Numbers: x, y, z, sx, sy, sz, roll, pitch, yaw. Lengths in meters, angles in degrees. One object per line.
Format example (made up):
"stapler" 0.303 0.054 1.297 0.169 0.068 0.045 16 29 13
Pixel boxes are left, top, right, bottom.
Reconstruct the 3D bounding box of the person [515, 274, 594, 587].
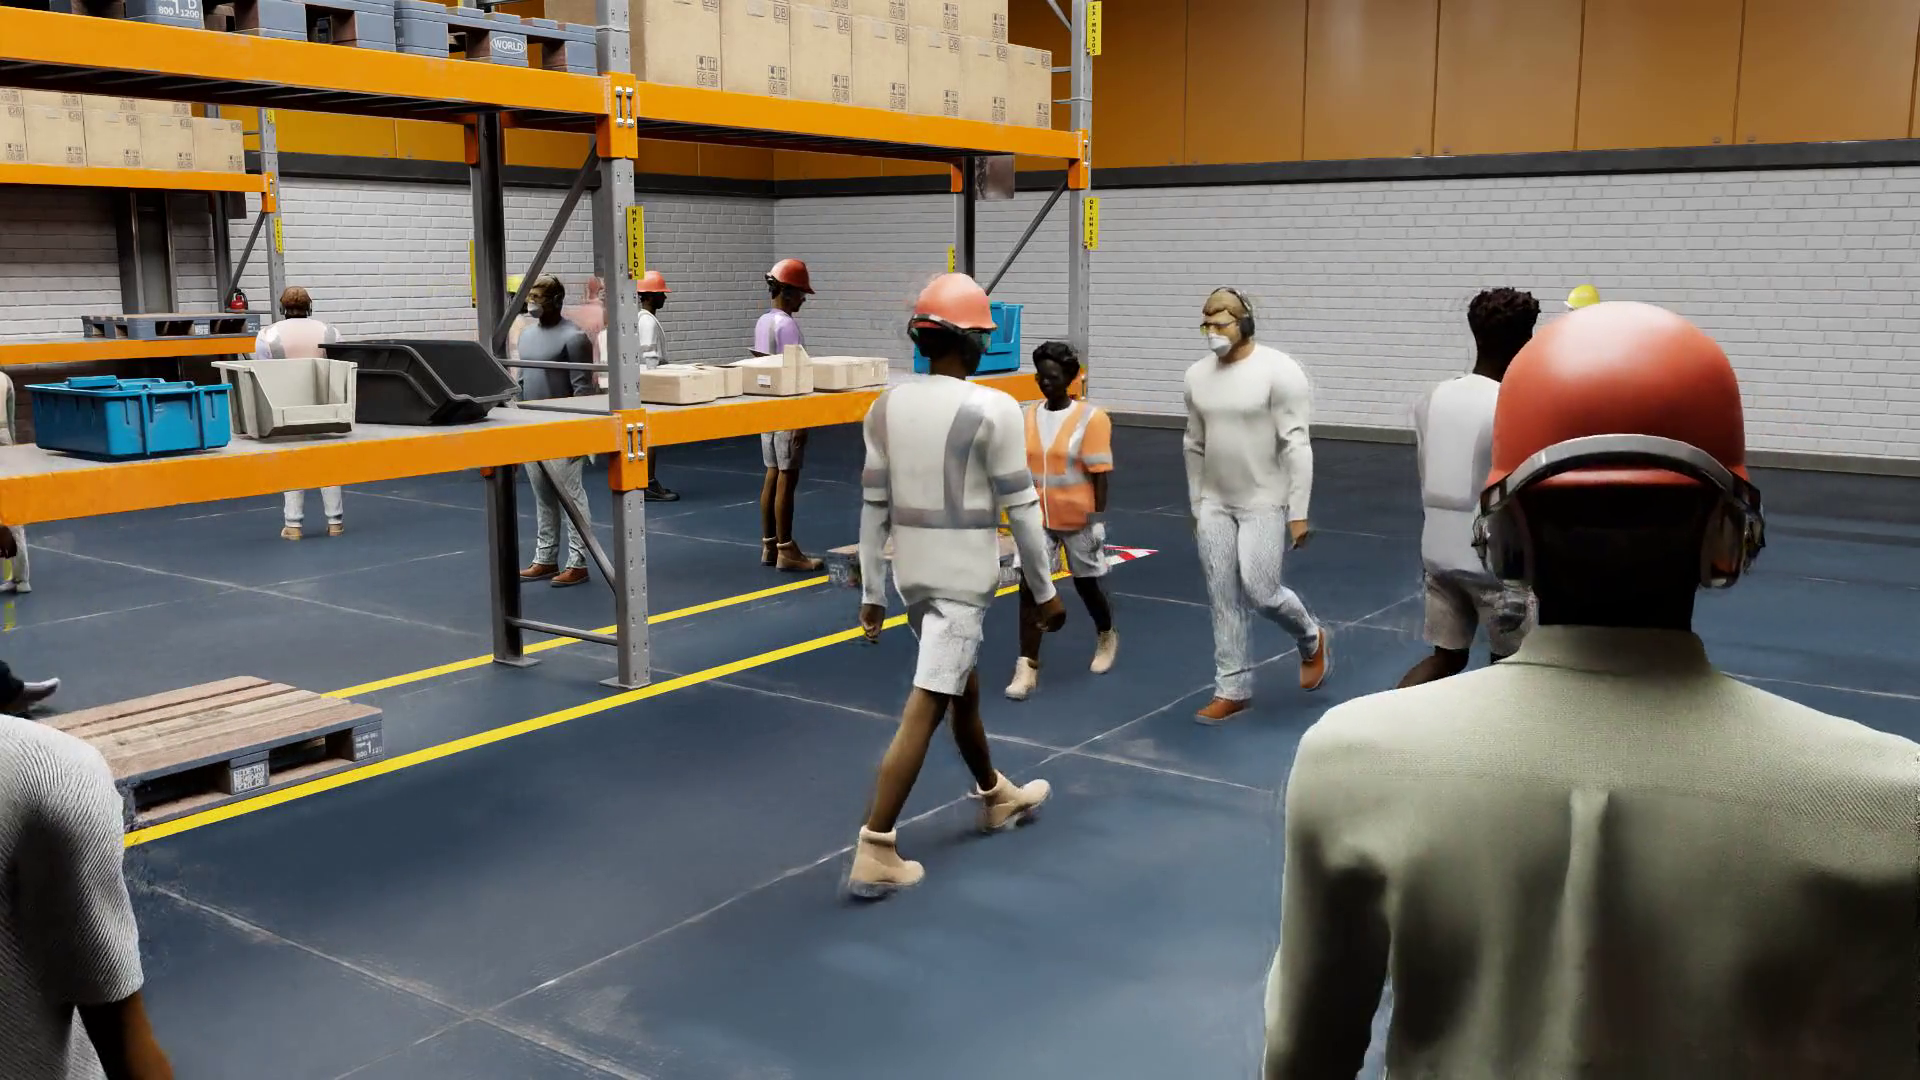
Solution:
"person" -2.544 -0.678 10.383 0.629 1.940 0.372 7 12 34

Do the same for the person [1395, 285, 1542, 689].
"person" 1.797 0.063 5.957 0.748 1.941 0.618 -5 11 -25

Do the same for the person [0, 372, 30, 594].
"person" -5.831 -0.449 9.939 0.314 1.629 0.509 2 10 10

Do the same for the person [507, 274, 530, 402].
"person" -4.003 -1.454 15.095 0.748 1.908 0.602 -3 10 -20

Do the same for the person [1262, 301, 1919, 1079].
"person" 0.648 0.750 1.738 0.653 1.976 0.676 5 11 26

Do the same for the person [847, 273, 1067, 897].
"person" -0.032 0.127 5.485 0.622 1.986 1.099 9 13 44

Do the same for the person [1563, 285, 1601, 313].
"person" 4.900 -1.106 13.244 0.404 1.833 0.591 1 10 5

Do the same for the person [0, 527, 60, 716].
"person" -4.256 -0.081 7.012 0.599 1.878 0.953 7 12 36

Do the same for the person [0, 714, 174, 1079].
"person" -1.110 0.818 1.717 0.570 1.850 0.618 3 10 16

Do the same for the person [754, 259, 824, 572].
"person" -1.125 -0.810 10.887 0.391 2.034 0.605 -4 10 -25

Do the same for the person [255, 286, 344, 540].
"person" -4.798 -0.926 12.145 0.633 1.841 0.429 -6 11 -33

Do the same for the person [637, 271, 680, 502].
"person" -2.593 -1.291 14.036 0.358 1.938 0.542 -4 10 -21

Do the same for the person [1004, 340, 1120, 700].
"person" 0.508 -0.117 7.869 0.551 1.660 0.850 5 11 30

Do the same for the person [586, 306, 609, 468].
"person" -3.372 -1.472 16.038 0.593 1.618 0.526 -9 13 -41

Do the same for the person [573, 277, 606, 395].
"person" -3.688 -1.721 16.845 0.985 1.867 0.646 -9 13 -43

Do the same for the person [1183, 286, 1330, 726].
"person" 1.311 -0.156 7.333 0.652 1.917 0.662 -9 13 -43
